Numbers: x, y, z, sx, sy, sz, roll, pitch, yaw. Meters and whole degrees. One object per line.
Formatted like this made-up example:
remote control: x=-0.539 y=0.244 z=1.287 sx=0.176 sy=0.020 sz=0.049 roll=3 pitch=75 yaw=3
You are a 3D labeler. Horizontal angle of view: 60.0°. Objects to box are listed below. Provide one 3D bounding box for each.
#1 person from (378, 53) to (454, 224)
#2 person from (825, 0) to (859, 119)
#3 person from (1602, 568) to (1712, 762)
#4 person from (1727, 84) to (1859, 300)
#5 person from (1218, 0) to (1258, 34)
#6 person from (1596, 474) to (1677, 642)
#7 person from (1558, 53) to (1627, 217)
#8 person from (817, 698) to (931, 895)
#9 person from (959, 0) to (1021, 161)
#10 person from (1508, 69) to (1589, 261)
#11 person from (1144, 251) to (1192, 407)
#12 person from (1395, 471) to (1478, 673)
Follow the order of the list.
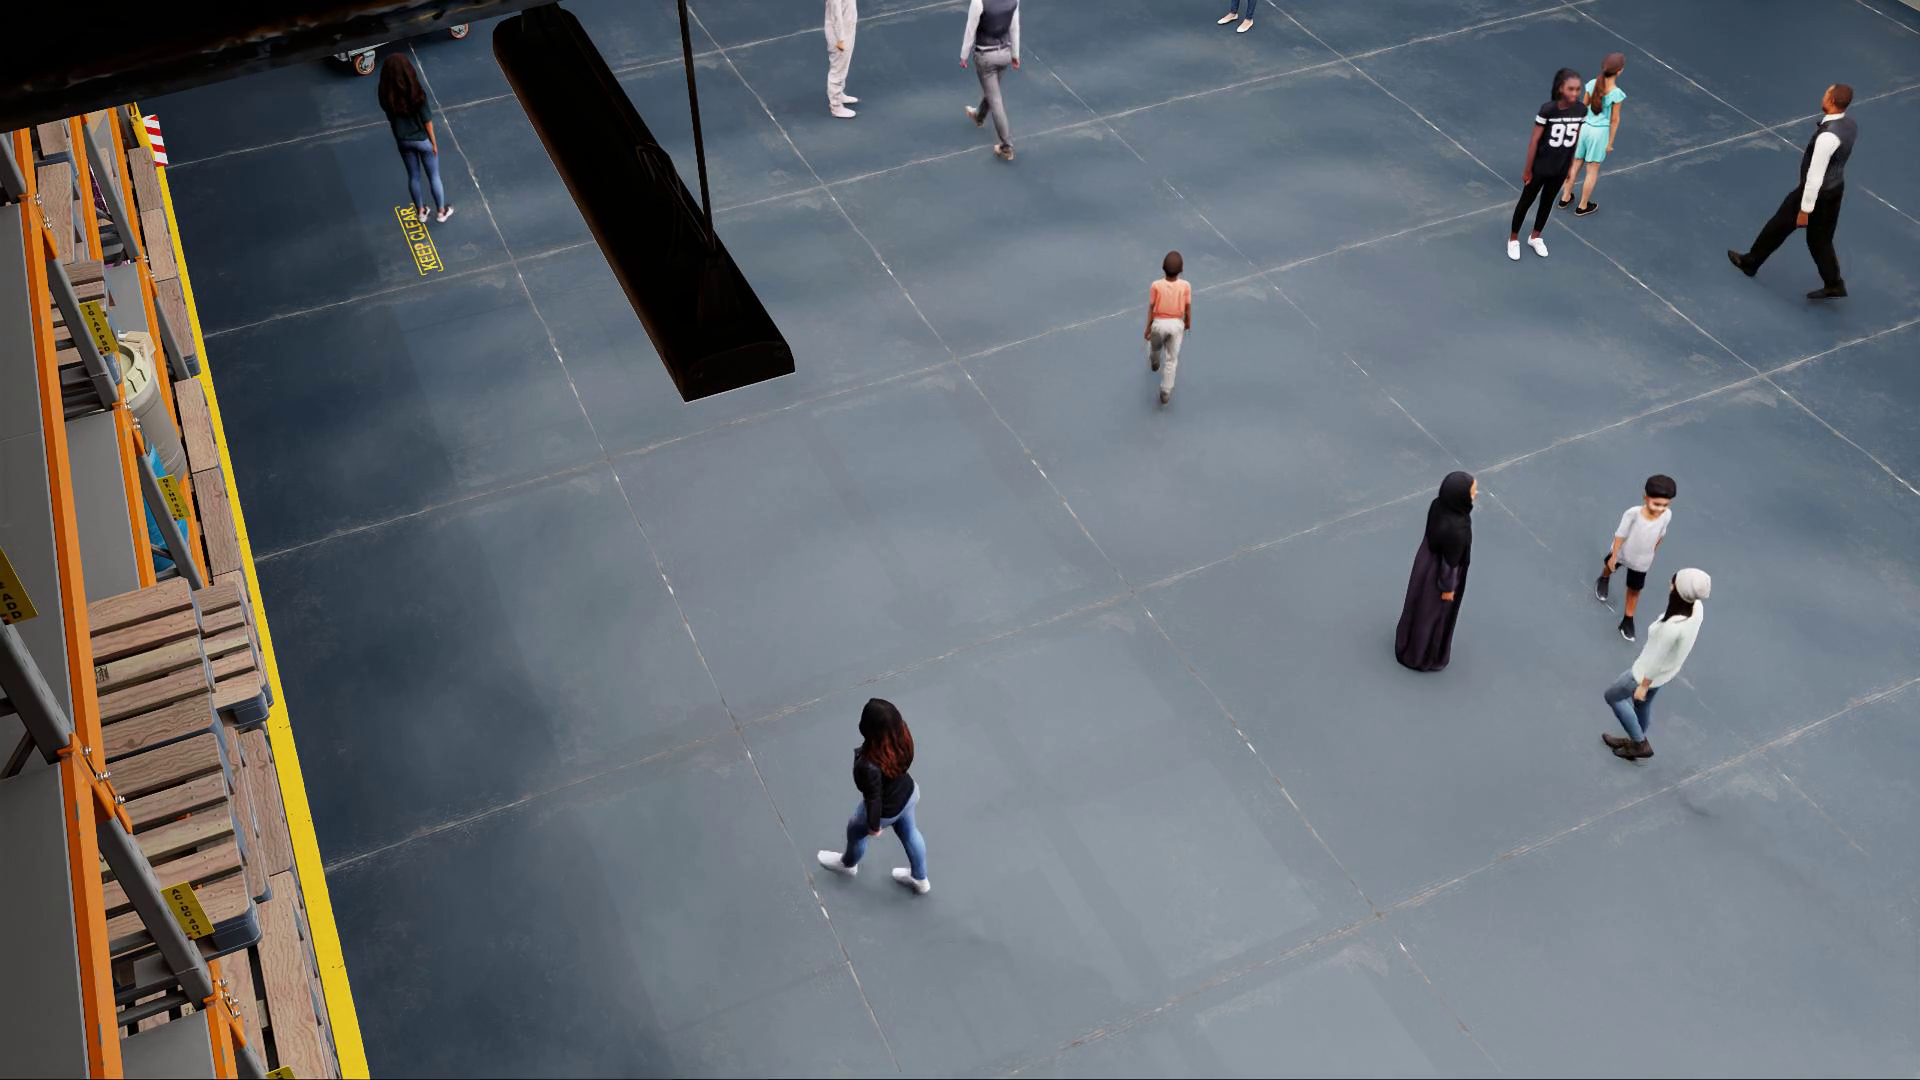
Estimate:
person: x=-4.893 y=-3.592 z=14.918 sx=0.689 sy=1.616 sz=0.724 roll=2 pitch=44 yaw=2
person: x=-1.197 y=-5.022 z=16.366 sx=0.786 sy=1.689 sz=0.666 roll=2 pitch=44 yaw=2
person: x=4.358 y=0.834 z=10.258 sx=0.738 sy=1.635 sz=0.700 roll=34 pitch=53 yaw=30
person: x=7.278 y=-2.844 z=13.946 sx=0.976 sy=1.873 sz=1.383 roll=-34 pitch=53 yaw=-31
person: x=3.062 y=-6.287 z=17.665 sx=0.691 sy=1.729 sz=0.539 roll=-32 pitch=52 yaw=-29
person: x=4.607 y=0.015 z=11.417 sx=0.799 sy=1.223 sz=0.945 roll=6 pitch=44 yaw=7
person: x=5.744 y=-3.683 z=15.056 sx=0.666 sy=1.557 sz=0.556 roll=-31 pitch=51 yaw=-28
person: x=-0.350 y=1.523 z=9.552 sx=1.058 sy=1.612 sz=0.950 roll=21 pitch=48 yaw=21
person: x=0.349 y=-4.500 z=15.674 sx=0.733 sy=1.888 sz=1.221 roll=-21 pitch=47 yaw=-20
person: x=5.129 y=-3.269 z=14.499 sx=0.675 sy=1.726 sz=0.676 roll=-7 pitch=44 yaw=-7
person: x=1.640 y=-1.652 z=13.126 sx=0.797 sy=1.279 sz=0.977 roll=3 pitch=44 yaw=4
person: x=3.162 y=0.179 z=10.961 sx=0.759 sy=1.614 sz=0.664 roll=1 pitch=44 yaw=1
